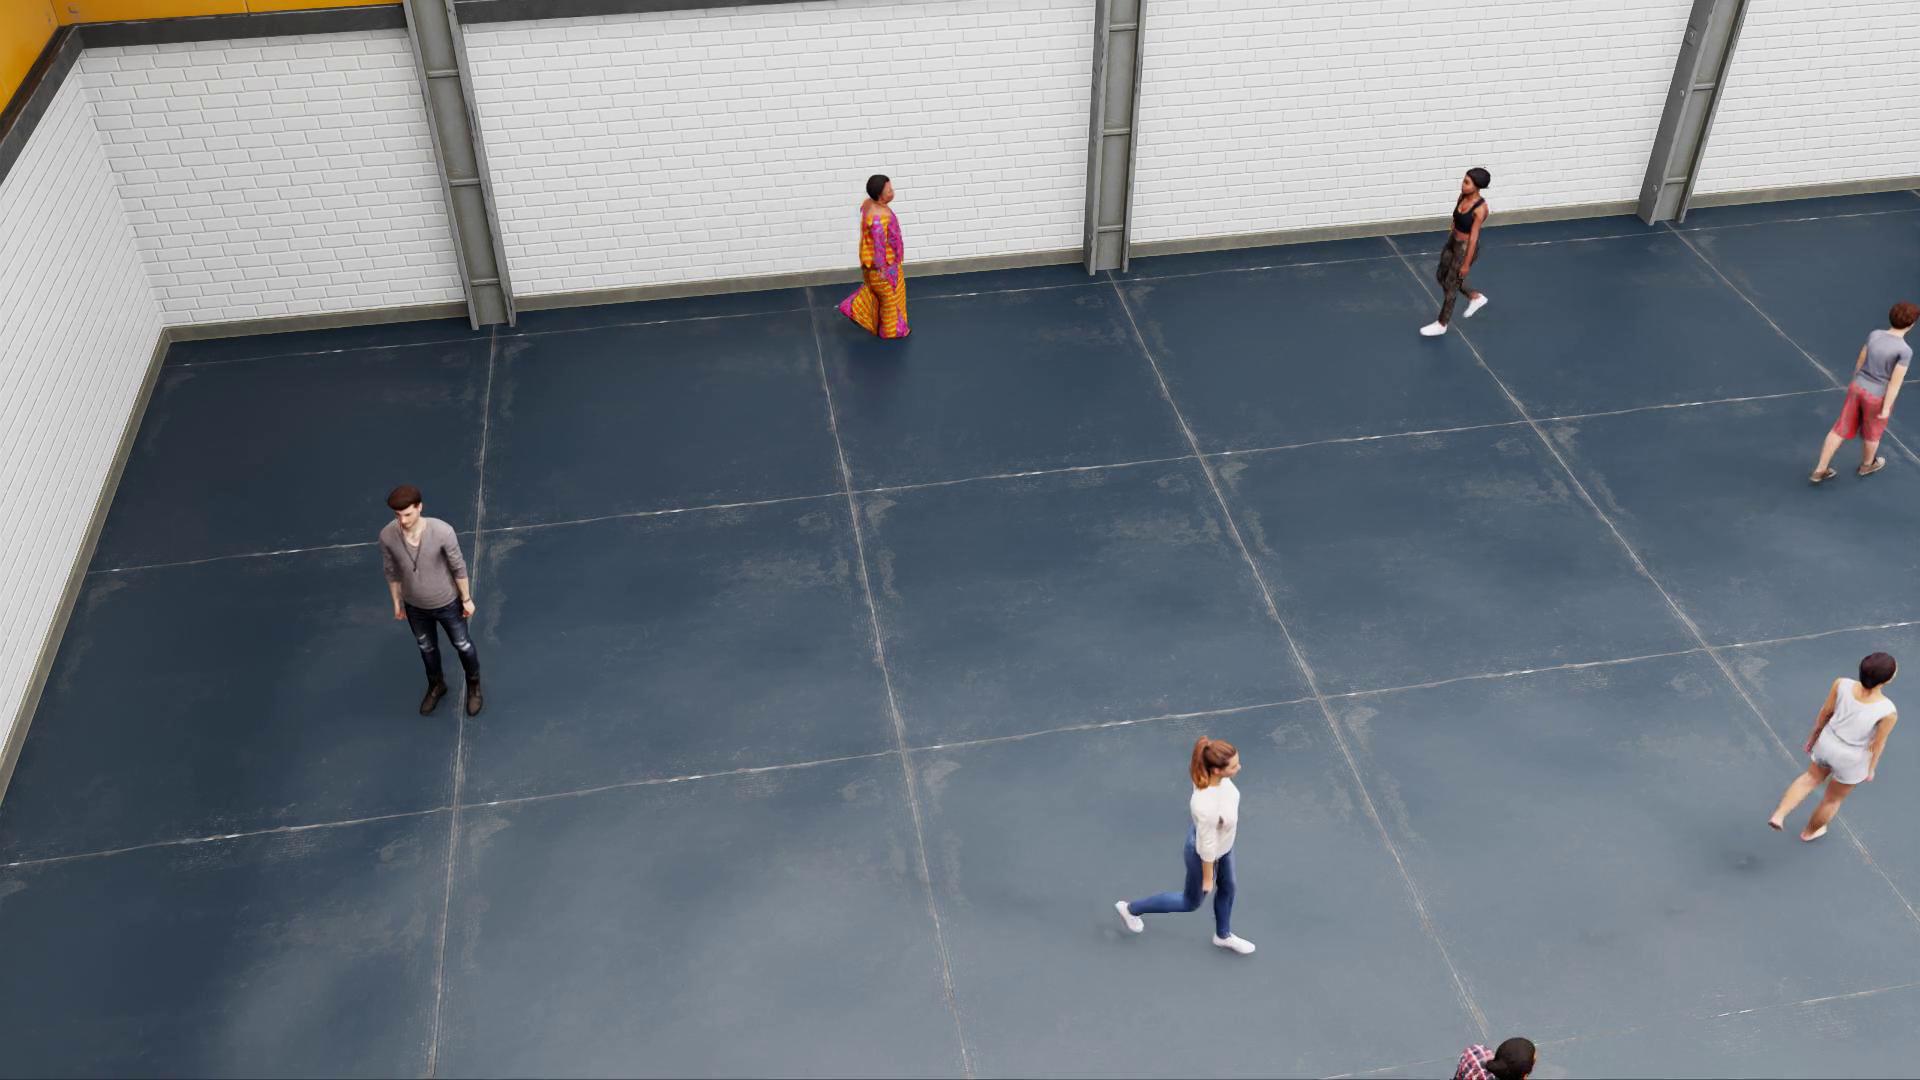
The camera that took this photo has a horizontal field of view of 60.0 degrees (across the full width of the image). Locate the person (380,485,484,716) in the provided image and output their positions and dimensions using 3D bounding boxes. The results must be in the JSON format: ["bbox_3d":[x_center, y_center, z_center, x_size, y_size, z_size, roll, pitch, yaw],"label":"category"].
[{"bbox_3d":[-3.560,0.391,11.238,0.548,1.903,0.790,-1,39,-1],"label":"person"}]

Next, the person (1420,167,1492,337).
[{"bbox_3d":[4.661,-2.623,15.189,0.885,1.683,0.602,-9,39,-11],"label":"person"}]

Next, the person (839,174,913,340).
[{"bbox_3d":[-0.778,-2.584,15.154,0.878,1.665,0.642,-7,39,-9],"label":"person"}]

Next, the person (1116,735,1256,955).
[{"bbox_3d":[1.345,1.799,9.641,1.164,1.696,0.955,12,40,14],"label":"person"}]

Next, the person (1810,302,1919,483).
[{"bbox_3d":[7.264,-1.145,13.387,1.052,1.622,0.806,-18,42,-21],"label":"person"}]

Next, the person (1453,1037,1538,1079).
[{"bbox_3d":[2.488,2.981,8.123,1.140,1.743,0.932,-20,43,-23],"label":"person"}]

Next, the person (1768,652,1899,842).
[{"bbox_3d":[5.419,1.339,10.299,0.806,1.594,0.691,-20,43,-23],"label":"person"}]
